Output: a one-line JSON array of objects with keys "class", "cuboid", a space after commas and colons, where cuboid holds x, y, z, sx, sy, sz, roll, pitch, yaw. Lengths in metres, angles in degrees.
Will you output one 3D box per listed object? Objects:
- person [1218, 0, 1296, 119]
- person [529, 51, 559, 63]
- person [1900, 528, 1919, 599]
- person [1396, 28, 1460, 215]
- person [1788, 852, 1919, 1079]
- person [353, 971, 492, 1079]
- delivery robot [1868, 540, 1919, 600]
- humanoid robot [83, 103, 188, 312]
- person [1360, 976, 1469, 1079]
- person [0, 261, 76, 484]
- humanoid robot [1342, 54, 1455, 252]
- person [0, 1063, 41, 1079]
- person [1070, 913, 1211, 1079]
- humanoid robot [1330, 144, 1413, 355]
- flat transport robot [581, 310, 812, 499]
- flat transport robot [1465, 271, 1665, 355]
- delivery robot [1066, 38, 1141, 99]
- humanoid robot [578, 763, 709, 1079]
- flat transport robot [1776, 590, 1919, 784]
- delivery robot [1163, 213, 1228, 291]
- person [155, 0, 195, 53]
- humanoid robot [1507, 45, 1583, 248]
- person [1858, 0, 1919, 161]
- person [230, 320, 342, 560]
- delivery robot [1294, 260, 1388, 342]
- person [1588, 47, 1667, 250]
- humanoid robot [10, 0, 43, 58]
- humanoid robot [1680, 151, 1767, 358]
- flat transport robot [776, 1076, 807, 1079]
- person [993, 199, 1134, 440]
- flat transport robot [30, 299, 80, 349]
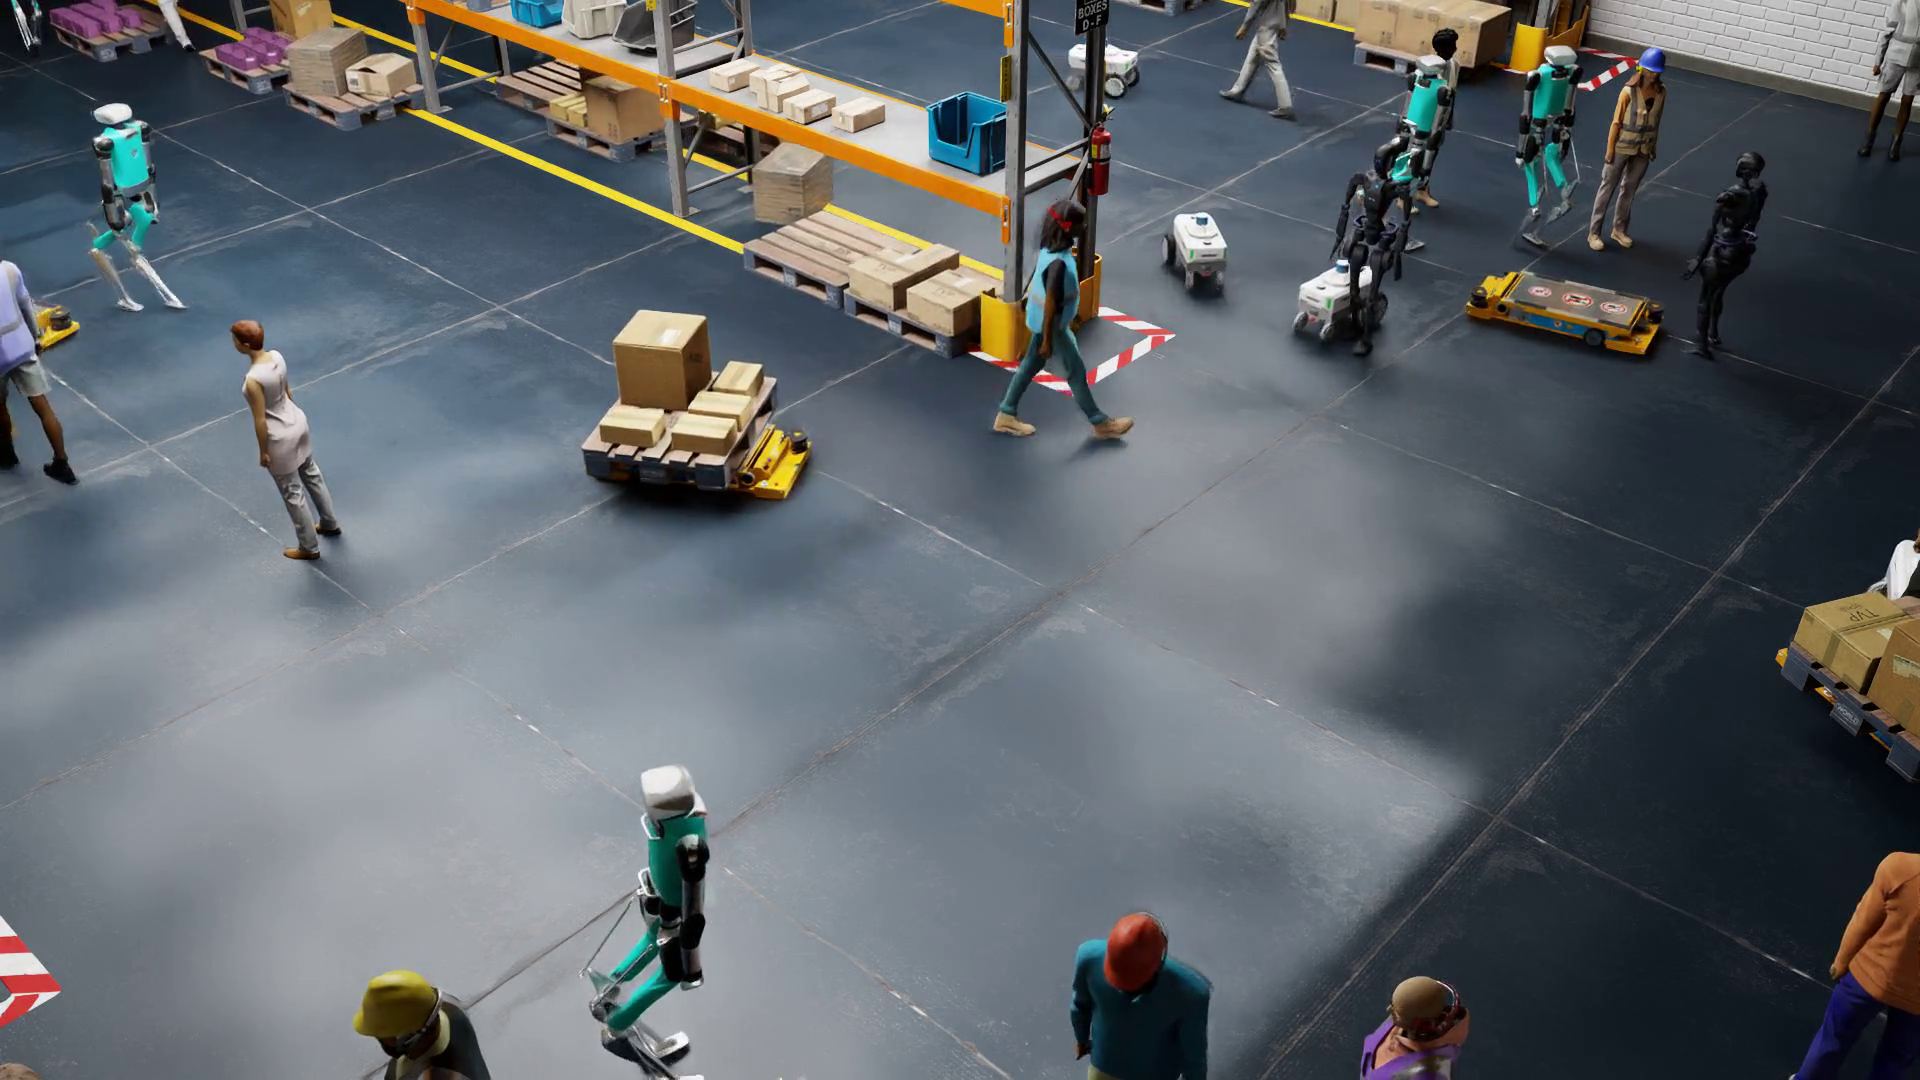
[{"class": "person", "cuboid": [3.161, -5.311, 17.111, 0.981, 1.850, 0.526, 22, 40, 29]}, {"class": "person", "cuboid": [-4.674, -6.141, 18.412, 0.619, 1.734, 0.400, 26, 42, 32]}, {"class": "person", "cuboid": [5.579, 0.083, 9.309, 0.335, 1.837, 0.512, -13, 37, -17]}, {"class": "person", "cuboid": [4.253, -3.794, 15.052, 0.532, 1.693, 0.320, -20, 39, -26]}, {"class": "person", "cuboid": [3.829, 1.775, 6.743, 0.522, 1.972, 0.401, 18, 39, 24]}, {"class": "person", "cuboid": [-1.900, 2.254, 6.182, 0.405, 1.822, 0.595, -9, 36, -13]}, {"class": "delivery robot", "cuboid": [5.804, 0.355, 10.059, 0.525, 0.611, 0.783, 14, 37, 19]}, {"class": "humanoid robot", "cuboid": [-6.763, -2.660, 13.379, 0.887, 1.757, 0.553, 11, 36, 15]}, {"class": "person", "cuboid": [1.652, 2.249, 6.296, 0.340, 1.692, 0.492, 2, 35, 3]}, {"class": "person", "cuboid": [-6.531, -1.304, 11.263, 0.923, 1.897, 0.571, 22, 40, 28]}, {"class": "humanoid robot", "cuboid": [3.627, -3.206, 14.204, 1.031, 1.754, 0.547, -13, 37, -19]}, {"class": "person", "cuboid": [-3.184, 2.468, 6.006, 0.337, 1.658, 0.497, 16, 38, 22]}, {"class": "person", "cuboid": [0.668, 2.090, 6.504, 0.587, 1.700, 0.834, 12, 36, 17]}, {"class": "humanoid robot", "cuboid": [3.127, -2.249, 12.829, 0.608, 1.643, 0.535, 22, 40, 28]}, {"class": "flat transport robot", "cuboid": [-1.821, -0.609, 11.692, 1.431, 0.231, 0.659, 7, 35, 10]}, {"class": "flat transport robot", "cuboid": [4.918, -1.873, 13.523, 1.431, 0.231, 0.659, 19, 39, 25]}, {"class": "delivery robot", "cuboid": [1.541, -5.125, 17.970, 0.766, 0.580, 0.499, 14, 37, 20]}, {"class": "humanoid robot", "cuboid": [-1.360, 1.705, 7.008, 0.704, 1.745, 0.541, -15, 37, -20]}, {"class": "flat transport robot", "cuboid": [5.400, 0.973, 9.400, 0.659, 0.231, 1.431, -11, 36, -16]}, {"class": "delivery robot", "cuboid": [2.040, -2.501, 14.171, 0.499, 0.581, 0.777, -3, 35, -4]}, {"class": "person", "cuboid": [-9.081, -6.475, 18.824, 0.646, 1.834, 1.017, -27, 43, -34]}, {"class": "humanoid robot", "cuboid": [5.101, -3.283, 14.290, 0.544, 1.813, 0.662, -11, 36, -15]}, {"class": "person", "cuboid": [9.148, -4.635, 16.074, 0.547, 1.924, 0.385, 14, 37, 19]}, {"class": "person", "cuboid": [-4.287, -0.642, 10.525, 0.295, 1.652, 0.434, 5, 35, 7]}, {"class": "delivery robot", "cuboid": [3.065, -1.975, 13.416, 0.781, 0.591, 0.499, -27, 43, -33]}, {"class": "person", "cuboid": [5.805, -3.374, 14.369, 0.478, 1.777, 0.305, -8, 35, -11]}, {"class": "humanoid robot", "cuboid": [-10.684, -6.358, 18.773, 0.558, 1.813, 0.889, -19, 39, -25]}, {"class": "humanoid robot", "cuboid": [5.864, -2.189, 12.749, 0.585, 1.652, 0.327, -18, 38, -24]}, {"class": "flat transport robot", "cuboid": [-0.439, 2.765, 6.805, 1.431, 0.231, 0.659, 24, 41, 30]}, {"class": "person", "cuboid": [0.718, -1.515, 11.645, 1.028, 1.807, 0.540, 0, 35, 1]}, {"class": "flat transport robot", "cuboid": [-7.870, -1.745, 13.338, 1.431, 0.231, 0.659, 13, 37, 18]}]
